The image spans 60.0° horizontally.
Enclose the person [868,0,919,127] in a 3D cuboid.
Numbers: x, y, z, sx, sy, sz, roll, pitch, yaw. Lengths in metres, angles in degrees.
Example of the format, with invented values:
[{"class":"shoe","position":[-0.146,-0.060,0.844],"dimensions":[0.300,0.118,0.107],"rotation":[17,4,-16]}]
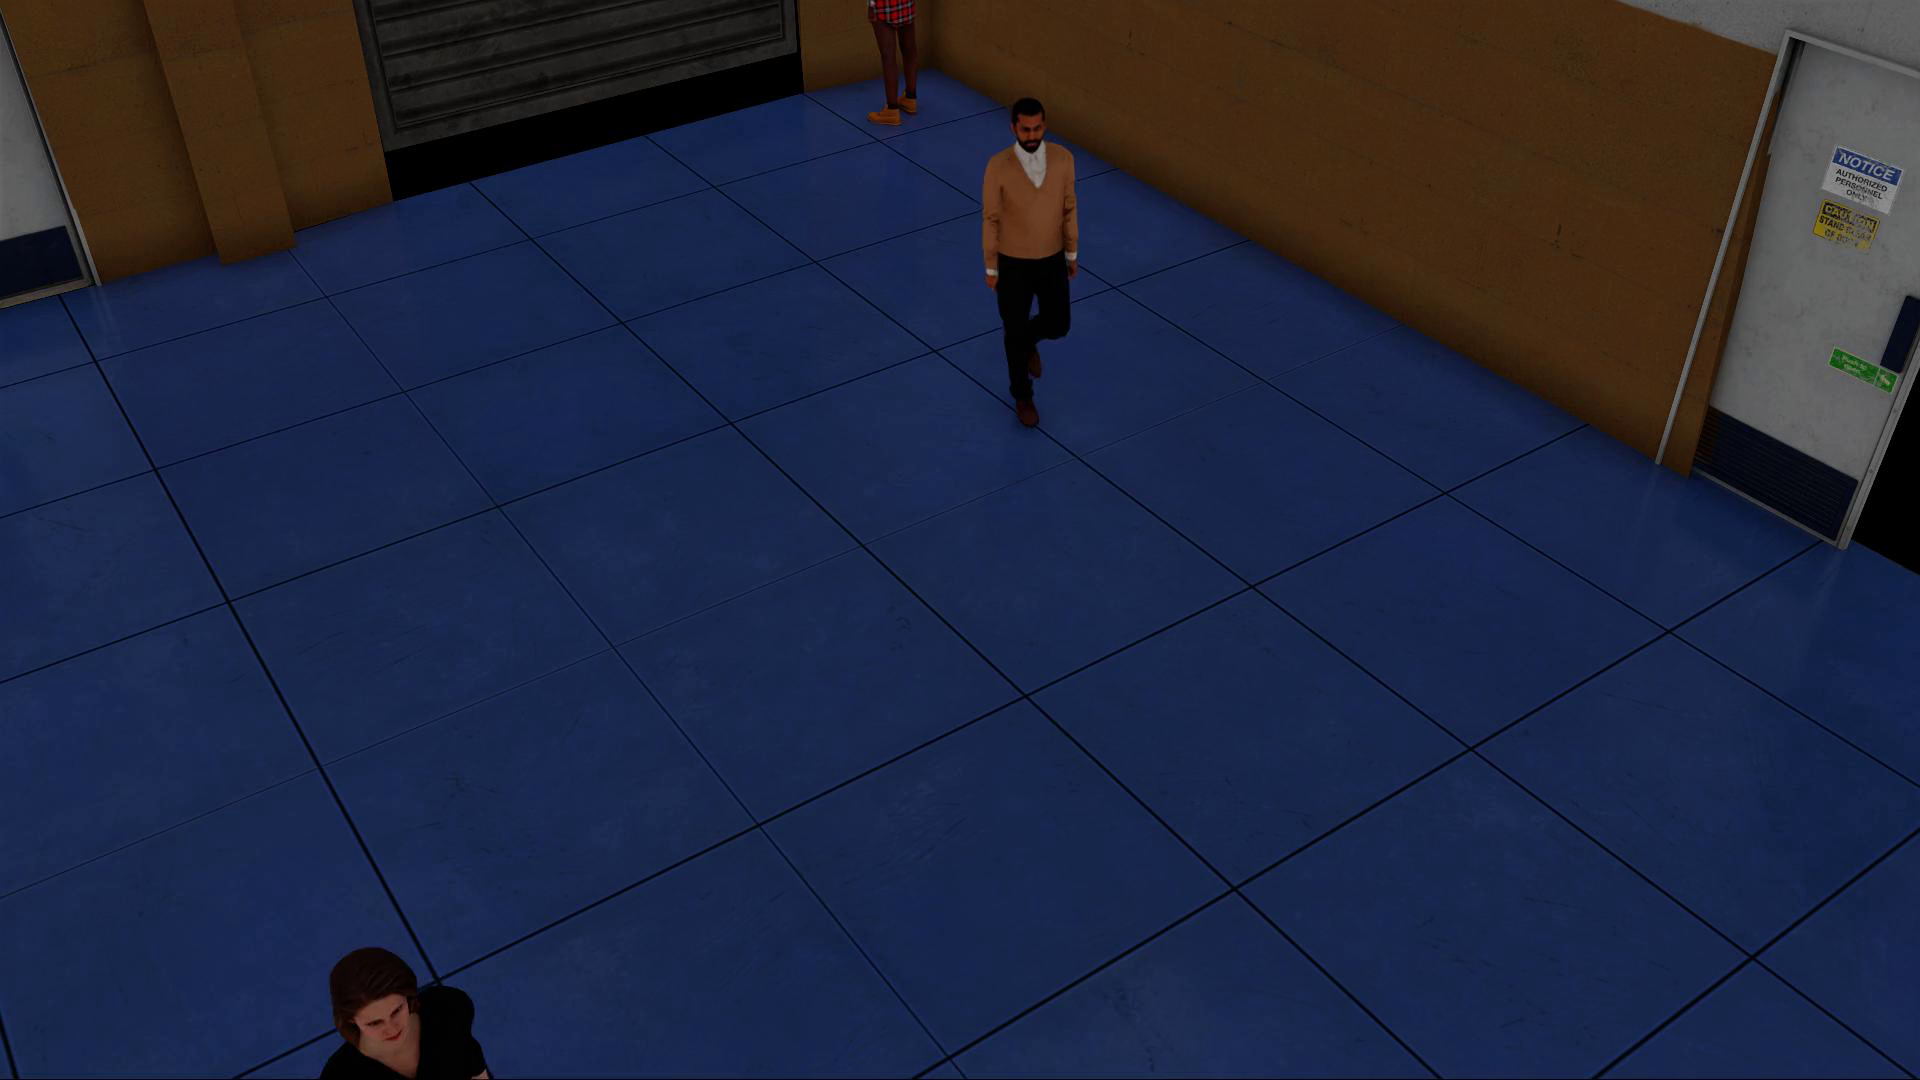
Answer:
[{"class":"person","position":[-0.474,-3.813,11.788],"dimensions":[0.755,1.728,0.645],"rotation":[23,43,27]}]

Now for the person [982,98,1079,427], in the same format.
[{"class":"person","position":[0.353,-1.490,8.679],"dimensions":[0.923,1.745,0.886],"rotation":[-10,38,-14]}]

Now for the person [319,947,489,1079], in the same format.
[{"class":"person","position":[-1.494,1.635,4.548],"dimensions":[0.677,1.689,0.700],"rotation":[-29,45,-33]}]
